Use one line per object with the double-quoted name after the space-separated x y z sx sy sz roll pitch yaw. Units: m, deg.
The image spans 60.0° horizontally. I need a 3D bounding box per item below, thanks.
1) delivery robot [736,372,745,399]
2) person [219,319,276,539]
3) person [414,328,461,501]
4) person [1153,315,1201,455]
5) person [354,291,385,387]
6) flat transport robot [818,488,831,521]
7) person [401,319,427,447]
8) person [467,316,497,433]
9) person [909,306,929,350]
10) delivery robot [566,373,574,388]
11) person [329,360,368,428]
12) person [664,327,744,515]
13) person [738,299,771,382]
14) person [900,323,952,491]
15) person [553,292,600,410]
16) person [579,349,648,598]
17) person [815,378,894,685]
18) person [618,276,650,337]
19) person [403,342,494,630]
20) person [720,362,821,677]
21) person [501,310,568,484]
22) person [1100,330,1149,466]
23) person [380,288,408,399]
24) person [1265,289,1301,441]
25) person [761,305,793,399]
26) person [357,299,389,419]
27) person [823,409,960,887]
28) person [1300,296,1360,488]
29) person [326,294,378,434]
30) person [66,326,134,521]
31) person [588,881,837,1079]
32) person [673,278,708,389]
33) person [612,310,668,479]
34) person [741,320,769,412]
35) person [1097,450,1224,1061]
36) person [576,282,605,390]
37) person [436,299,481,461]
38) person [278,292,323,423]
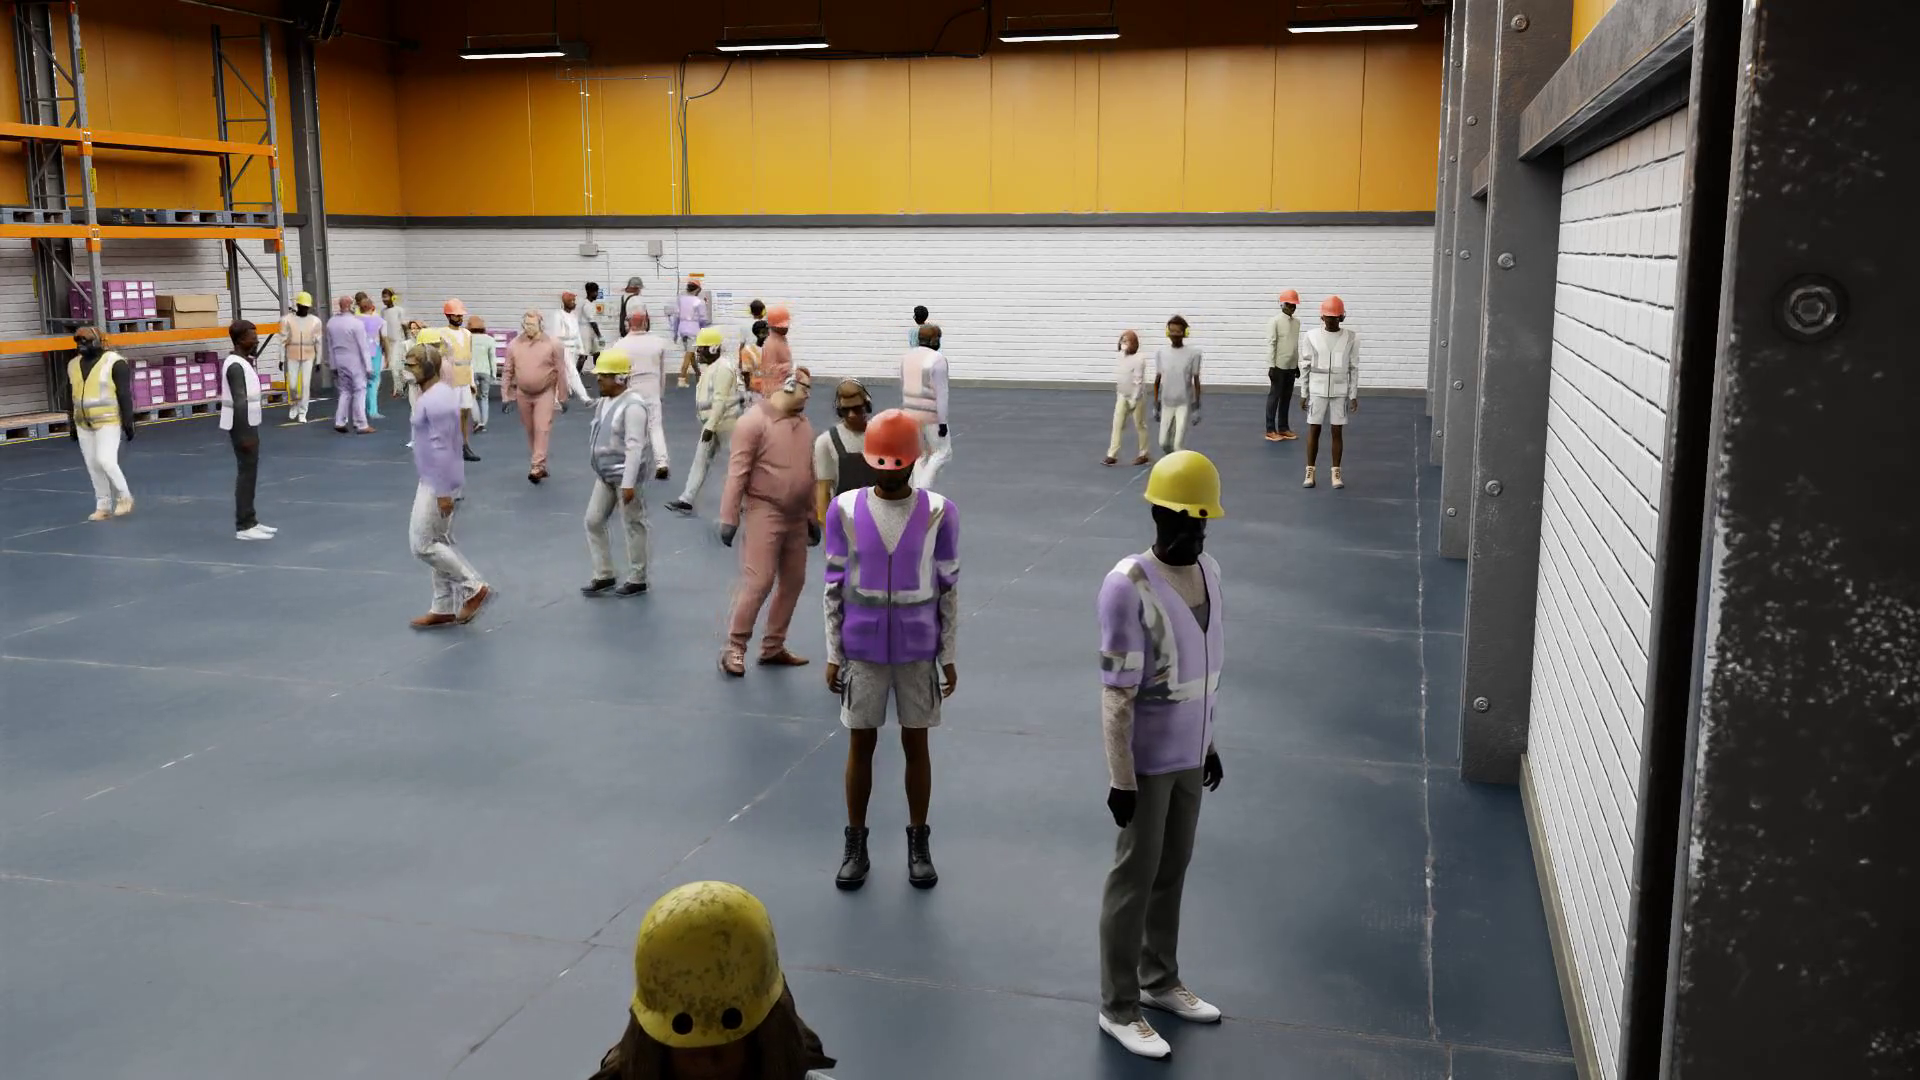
-3.486 -2.481 26.739 0.707 0.478 0.477 6 12 31 "delivery robot"
-6.275 -0.968 14.578 0.383 1.917 0.599 -4 11 -19 "person"
-5.261 -1.212 16.433 0.691 1.740 0.559 -9 14 -43 "person"
2.260 -1.402 17.217 0.519 1.857 0.612 4 11 24 "person"
-9.937 -3.250 27.805 0.628 1.813 0.818 -4 11 -21 "person"
-1.141 -0.390 15.968 0.652 0.197 1.431 5 11 27 "flat transport robot"
-6.856 -1.994 21.178 0.525 1.639 0.307 2 10 11 "person"
-6.622 -2.275 22.886 0.516 1.601 0.625 -5 11 -24 "person"
-0.552 -2.554 24.188 0.320 1.695 0.537 8 13 37 "person"
-6.853 -2.743 28.224 0.707 0.478 0.477 0 10 1 "delivery robot"
-8.661 -2.393 23.596 0.521 1.588 0.890 -4 11 -21 "person"
-2.366 -1.098 15.673 0.914 1.785 0.594 -5 11 -27 "person"
-2.738 -2.390 22.894 0.540 1.817 0.977 2 10 10 "person"
-0.323 -1.167 15.980 0.441 1.824 0.637 -9 14 -42 "person"
-6.042 -2.933 25.950 0.988 1.826 0.598 3 10 14 "person"
-2.542 -0.463 11.994 0.610 1.815 0.620 -8 13 -37 "person"
-0.543 -0.037 9.675 0.551 1.791 0.939 -4 11 -23 "person"
-5.958 -3.841 30.499 0.690 2.000 0.562 10 14 44 "person"
-3.466 -0.345 11.028 0.465 1.925 0.659 -4 11 -23 "person"
-1.113 -0.129 10.019 0.420 1.861 0.767 6 12 33 "person"
-4.634 -1.534 17.951 0.683 1.849 0.981 1 10 5 "person"
1.931 -1.629 19.223 0.777 1.587 0.522 -8 13 -37 "person"
-9.517 -3.266 27.785 0.568 1.846 0.561 4 11 24 "person"
4.294 -2.309 21.961 0.623 1.989 0.399 -9 13 -40 "person"
-1.906 -1.467 17.366 0.378 1.965 0.662 0 10 2 "person"
-8.846 -2.703 24.851 0.594 1.770 0.863 0 10 3 "person"
-0.272 0.437 6.600 0.542 1.928 0.378 0 10 -1 "person"
3.900 -1.552 17.566 0.605 2.033 0.392 2 10 11 "person"
-8.277 -2.384 22.642 0.683 1.906 0.426 5 11 28 "person"
-8.009 -1.076 15.458 0.648 1.820 0.460 2 10 12 "person"
-0.323 1.291 2.279 0.491 1.743 0.324 -3 10 -14 "person"
-4.796 -3.725 30.003 0.618 1.974 1.026 6 12 30 "person"
-3.520 -1.606 18.374 0.641 1.862 0.991 -6 11 -29 "person"
-2.359 -1.797 19.968 0.544 1.670 0.656 -7 12 -36 "person"
0.668 0.666 5.307 0.376 1.922 0.594 8 13 38 "person"
-6.547 -3.636 29.693 0.932 1.909 0.616 -3 10 -17 "person"
-5.935 -1.873 19.648 0.354 1.939 0.545 6 12 30 "person"
-9.543 -2.642 24.093 0.626 1.899 0.449 -5 11 -26 "person"
